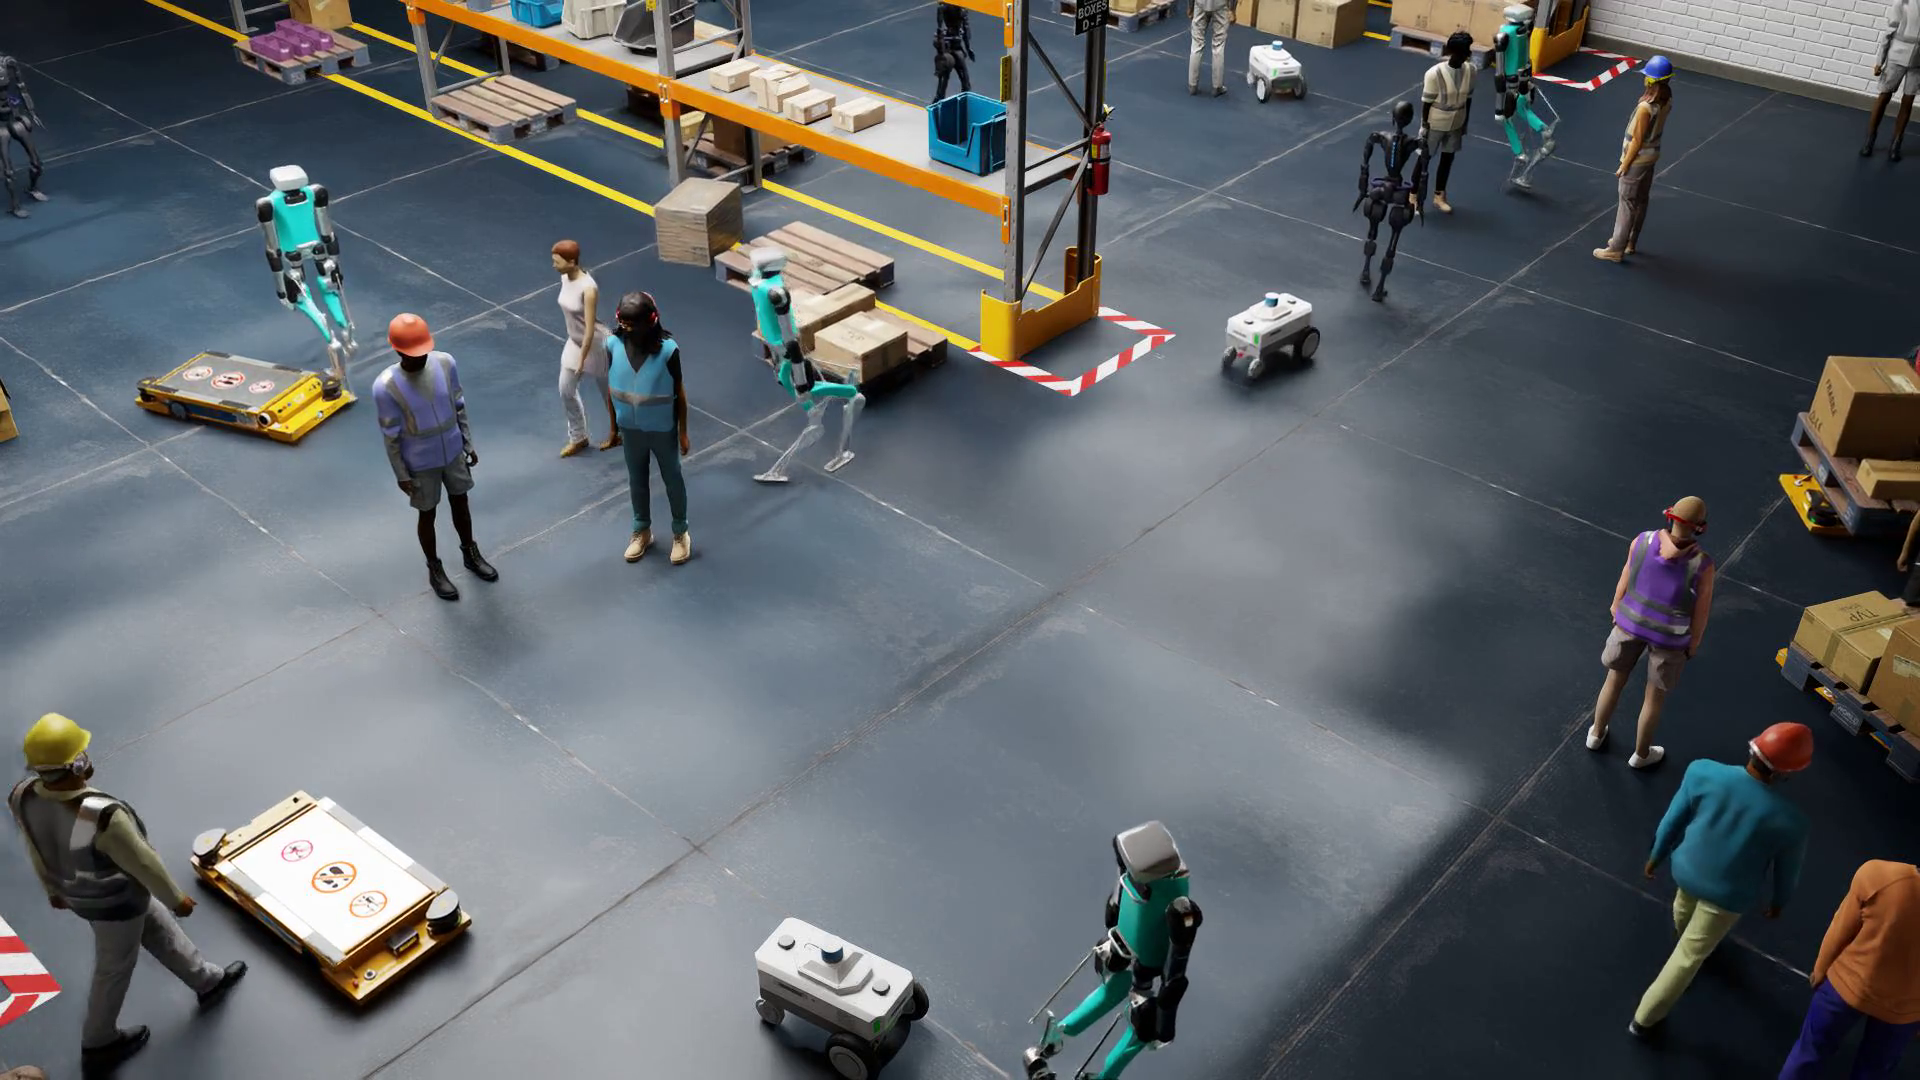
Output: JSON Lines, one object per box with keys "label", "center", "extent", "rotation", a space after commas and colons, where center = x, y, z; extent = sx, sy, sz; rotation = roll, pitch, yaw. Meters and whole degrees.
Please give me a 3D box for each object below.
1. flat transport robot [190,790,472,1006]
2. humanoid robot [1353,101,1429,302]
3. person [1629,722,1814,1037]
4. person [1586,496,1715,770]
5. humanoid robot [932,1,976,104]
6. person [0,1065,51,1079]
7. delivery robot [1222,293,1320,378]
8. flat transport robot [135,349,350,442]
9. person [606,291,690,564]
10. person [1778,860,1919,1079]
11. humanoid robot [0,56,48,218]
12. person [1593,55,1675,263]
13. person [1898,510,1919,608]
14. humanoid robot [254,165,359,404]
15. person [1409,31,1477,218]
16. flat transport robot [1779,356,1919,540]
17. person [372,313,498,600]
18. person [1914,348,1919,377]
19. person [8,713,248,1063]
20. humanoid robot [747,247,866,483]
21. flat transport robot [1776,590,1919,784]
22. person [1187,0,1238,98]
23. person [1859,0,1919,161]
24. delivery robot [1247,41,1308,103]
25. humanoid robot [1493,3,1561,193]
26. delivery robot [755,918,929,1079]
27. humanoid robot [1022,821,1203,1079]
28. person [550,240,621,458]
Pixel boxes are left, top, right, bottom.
{"label": "flat transport robot", "center": [-3.160, 1.728, 8.306], "extent": [1.431, 0.231, 0.659], "rotation": [24, 41, 31]}
{"label": "humanoid robot", "center": [3.527, -2.797, 13.625], "extent": [0.601, 1.644, 0.463], "rotation": [15, 37, 21]}
{"label": "person", "center": [3.428, 1.459, 7.429], "extent": [0.909, 1.690, 0.582], "rotation": [-26, 42, -33]}
{"label": "person", "center": [3.680, 0.494, 8.839], "extent": [0.484, 1.693, 0.345], "rotation": [27, 43, 33]}
{"label": "humanoid robot", "center": [-0.088, -4.950, 16.763], "extent": [0.558, 1.638, 0.609], "rotation": [19, 39, 26]}
{"label": "person", "center": [-3.145, 2.473, 5.999], "extent": [0.483, 1.661, 0.337], "rotation": [20, 39, 26]}
{"label": "delivery robot", "center": [2.411, -1.643, 12.931], "extent": [0.760, 0.586, 0.499], "rotation": [-27, 43, -33]}
{"label": "flat transport robot", "center": [-5.349, -1.084, 12.381], "extent": [1.431, 0.231, 0.659], "rotation": [12, 36, 17]}
{"label": "person", "center": [-1.948, -0.704, 10.421], "extent": [0.518, 1.871, 0.392], "rotation": [4, 35, 6]}
{"label": "person", "center": [3.719, 1.802, 6.706], "extent": [0.517, 1.973, 0.400], "rotation": [20, 39, 26]}
{"label": "humanoid robot", "center": [-8.663, -3.797, 15.091], "extent": [0.450, 1.648, 0.609], "rotation": [16, 38, 22]}
{"label": "person", "center": [5.777, -3.242, 14.178], "extent": [0.461, 1.778, 0.308], "rotation": [-29, 44, -35]}
{"label": "person", "center": [5.548, 0.121, 9.261], "extent": [0.548, 1.836, 0.351], "rotation": [23, 41, 30]}
{"label": "humanoid robot", "center": [-4.643, -1.816, 12.165], "extent": [0.916, 1.781, 0.546], "rotation": [30, 44, 36]}
{"label": "person", "center": [4.362, -3.747, 14.990], "extent": [0.534, 1.693, 0.319], "rotation": [-11, 36, -15]}
{"label": "flat transport robot", "center": [6.363, -0.258, 11.184], "extent": [1.431, 0.231, 0.659], "rotation": [3, 35, 4]}
{"label": "person", "center": [-3.187, -0.513, 10.098], "extent": [0.387, 1.929, 0.543], "rotation": [28, 43, 34]}
{"label": "person", "center": [7.472, -1.914, 12.270], "extent": [0.521, 1.763, 0.317], "rotation": [-23, 41, -29]}
{"label": "person", "center": [-3.725, 1.522, 7.283], "extent": [0.599, 1.796, 0.815], "rotation": [24, 41, 30]}
{"label": "humanoid robot", "center": [-1.004, -1.177, 11.244], "extent": [0.949, 1.775, 0.561], "rotation": [-17, 38, -23]}
{"label": "flat transport robot", "center": [5.400, 0.973, 9.400], "extent": [0.659, 0.231, 1.431], "rotation": [-11, 36, -16]}
{"label": "person", "center": [2.653, -5.615, 17.508], "extent": [0.545, 1.901, 0.388], "rotation": [10, 36, 15]}
{"label": "person", "center": [9.157, -4.633, 16.071], "extent": [0.547, 1.924, 0.387], "rotation": [13, 37, 18]}
{"label": "delivery robot", "center": [3.387, -5.037, 17.869], "extent": [0.499, 0.609, 0.813], "rotation": [-8, 35, -12]}
{"label": "humanoid robot", "center": [5.220, -3.930, 15.273], "extent": [0.575, 1.838, 0.793], "rotation": [-29, 44, -35]}
{"label": "delivery robot", "center": [-0.546, 2.062, 7.584], "extent": [0.788, 0.610, 0.499], "rotation": [19, 39, 25]}
{"label": "humanoid robot", "center": [0.540, 1.908, 6.768], "extent": [0.881, 1.787, 0.550], "rotation": [-14, 37, -20]}
{"label": "person", "center": [-2.632, -1.297, 11.482], "extent": [0.417, 1.628, 0.653], "rotation": [27, 43, 34]}
